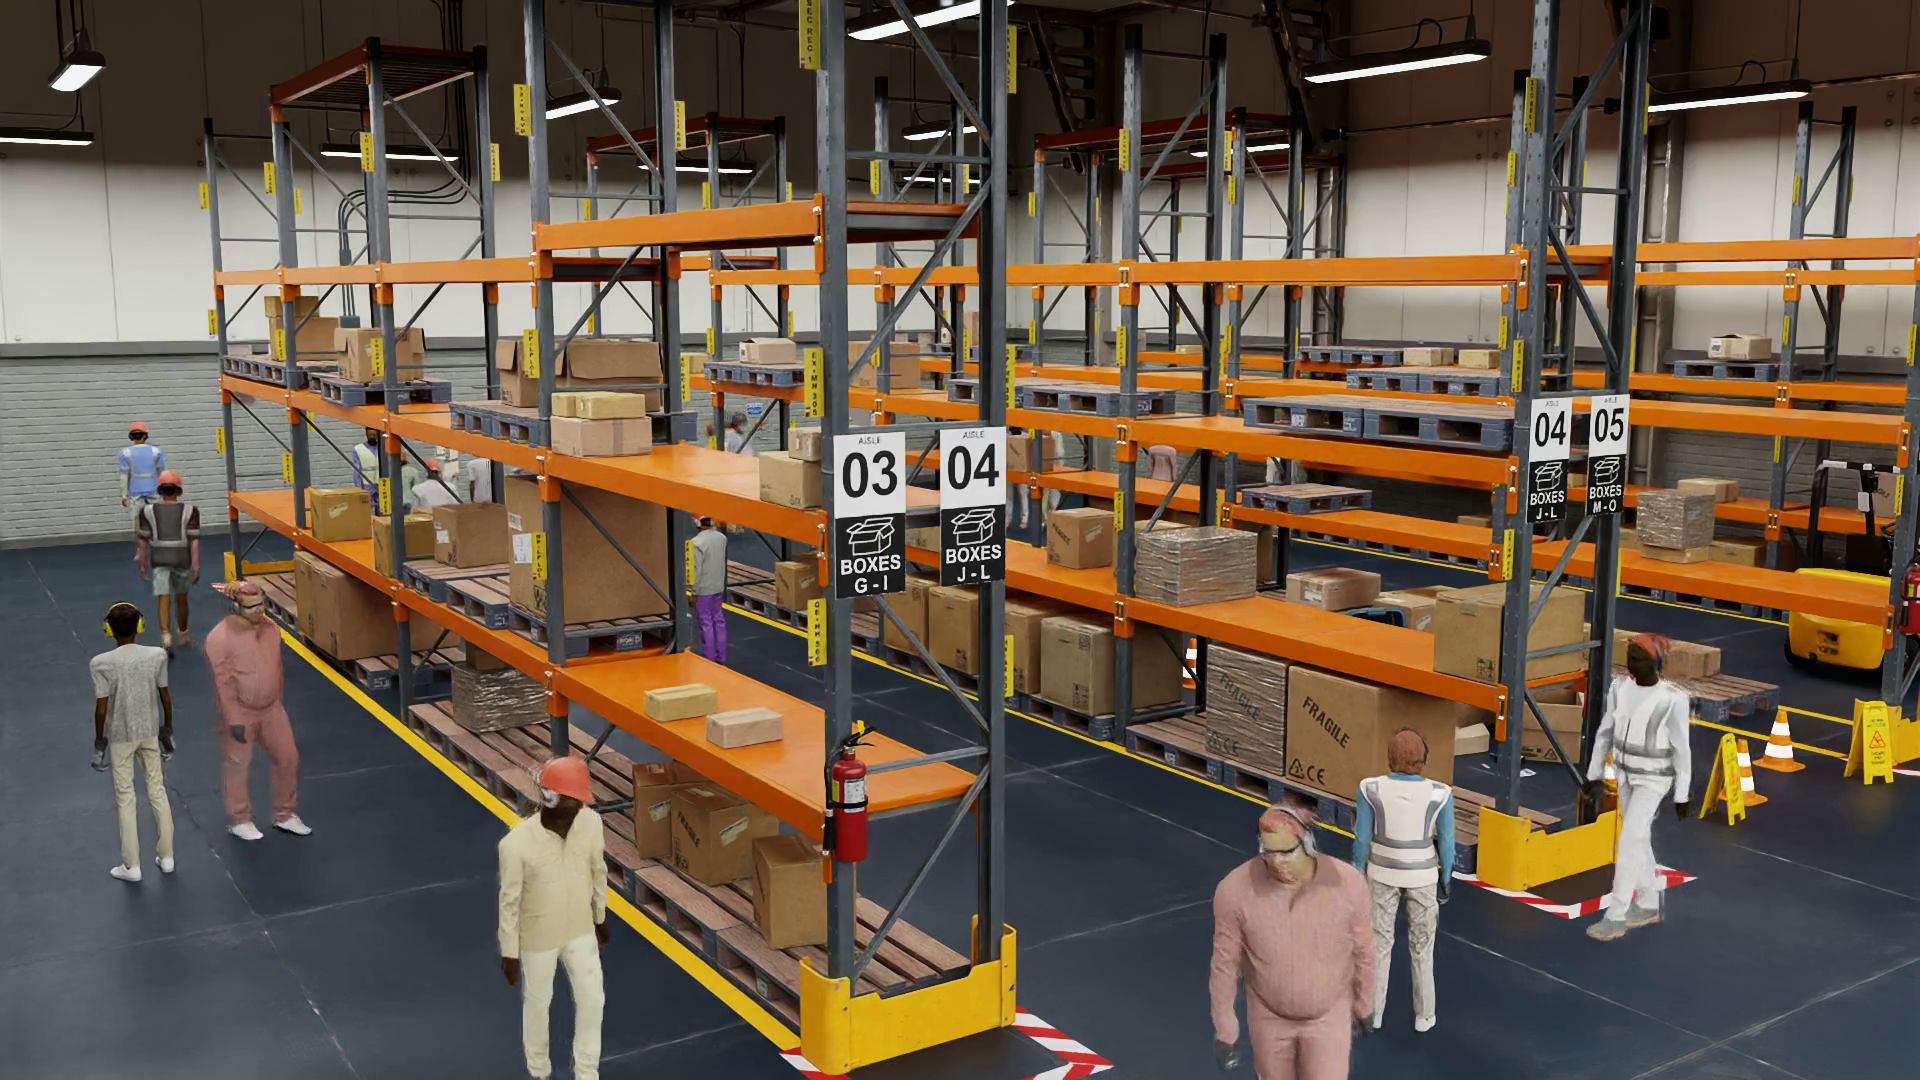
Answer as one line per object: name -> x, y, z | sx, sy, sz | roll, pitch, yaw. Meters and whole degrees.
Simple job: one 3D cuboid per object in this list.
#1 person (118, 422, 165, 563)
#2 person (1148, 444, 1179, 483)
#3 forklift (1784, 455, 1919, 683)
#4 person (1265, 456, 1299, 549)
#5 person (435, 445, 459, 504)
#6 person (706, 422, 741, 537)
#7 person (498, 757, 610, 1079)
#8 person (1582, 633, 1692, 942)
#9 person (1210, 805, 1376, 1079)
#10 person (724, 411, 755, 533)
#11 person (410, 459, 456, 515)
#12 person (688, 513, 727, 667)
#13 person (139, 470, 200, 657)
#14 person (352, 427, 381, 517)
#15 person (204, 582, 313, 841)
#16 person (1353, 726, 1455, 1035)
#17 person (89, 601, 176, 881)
person -> -11.768, -0.688, 23.967 | 0.605, 2.034, 0.392 | -6, 10, -34
person -> 3.224, -0.927, 26.517 | 0.570, 1.760, 0.395 | 8, 12, 44
forklift -> 9.643, 0.253, 17.172 | 2.313, 2.155, 1.214 | -6, 10, -33
person -> 4.838, -0.754, 25.136 | 0.614, 1.813, 0.428 | -4, 9, -23
person -> -8.333, -1.092, 26.996 | 0.357, 1.930, 0.591 | 2, 9, 11
person -> -3.743, -0.917, 26.058 | 0.688, 1.864, 0.591 | 1, 9, 9
person -> -1.884, 1.882, 7.893 | 0.617, 1.708, 0.699 | -7, 11, -40
person -> 4.019, 1.484, 10.065 | 0.813, 1.854, 0.587 | -3, 9, -21
person -> 1.371, 1.973, 6.844 | 0.683, 1.851, 0.807 | 2, 9, 11
person -> -3.565, -1.120, 26.822 | 0.548, 2.000, 0.710 | 2, 9, 15
person -> -6.931, -0.212, 21.849 | 0.590, 1.704, 0.866 | -5, 10, -30
person -> -2.618, 0.485, 17.096 | 0.339, 1.748, 0.564 | 4, 10, 26
person -> -8.505, 0.248, 17.917 | 0.623, 2.001, 1.046 | -3, 9, -19
person -> -8.887, -0.813, 25.194 | 0.590, 1.916, 0.393 | -8, 12, -44
person -> -4.943, 1.228, 11.762 | 0.717, 1.872, 0.636 | 5, 10, 29
person -> 2.331, 1.792, 8.761 | 0.523, 1.639, 0.306 | 2, 9, 13
person -> -5.507, 1.332, 11.072 | 0.312, 1.865, 0.536 | 8, 11, 41
